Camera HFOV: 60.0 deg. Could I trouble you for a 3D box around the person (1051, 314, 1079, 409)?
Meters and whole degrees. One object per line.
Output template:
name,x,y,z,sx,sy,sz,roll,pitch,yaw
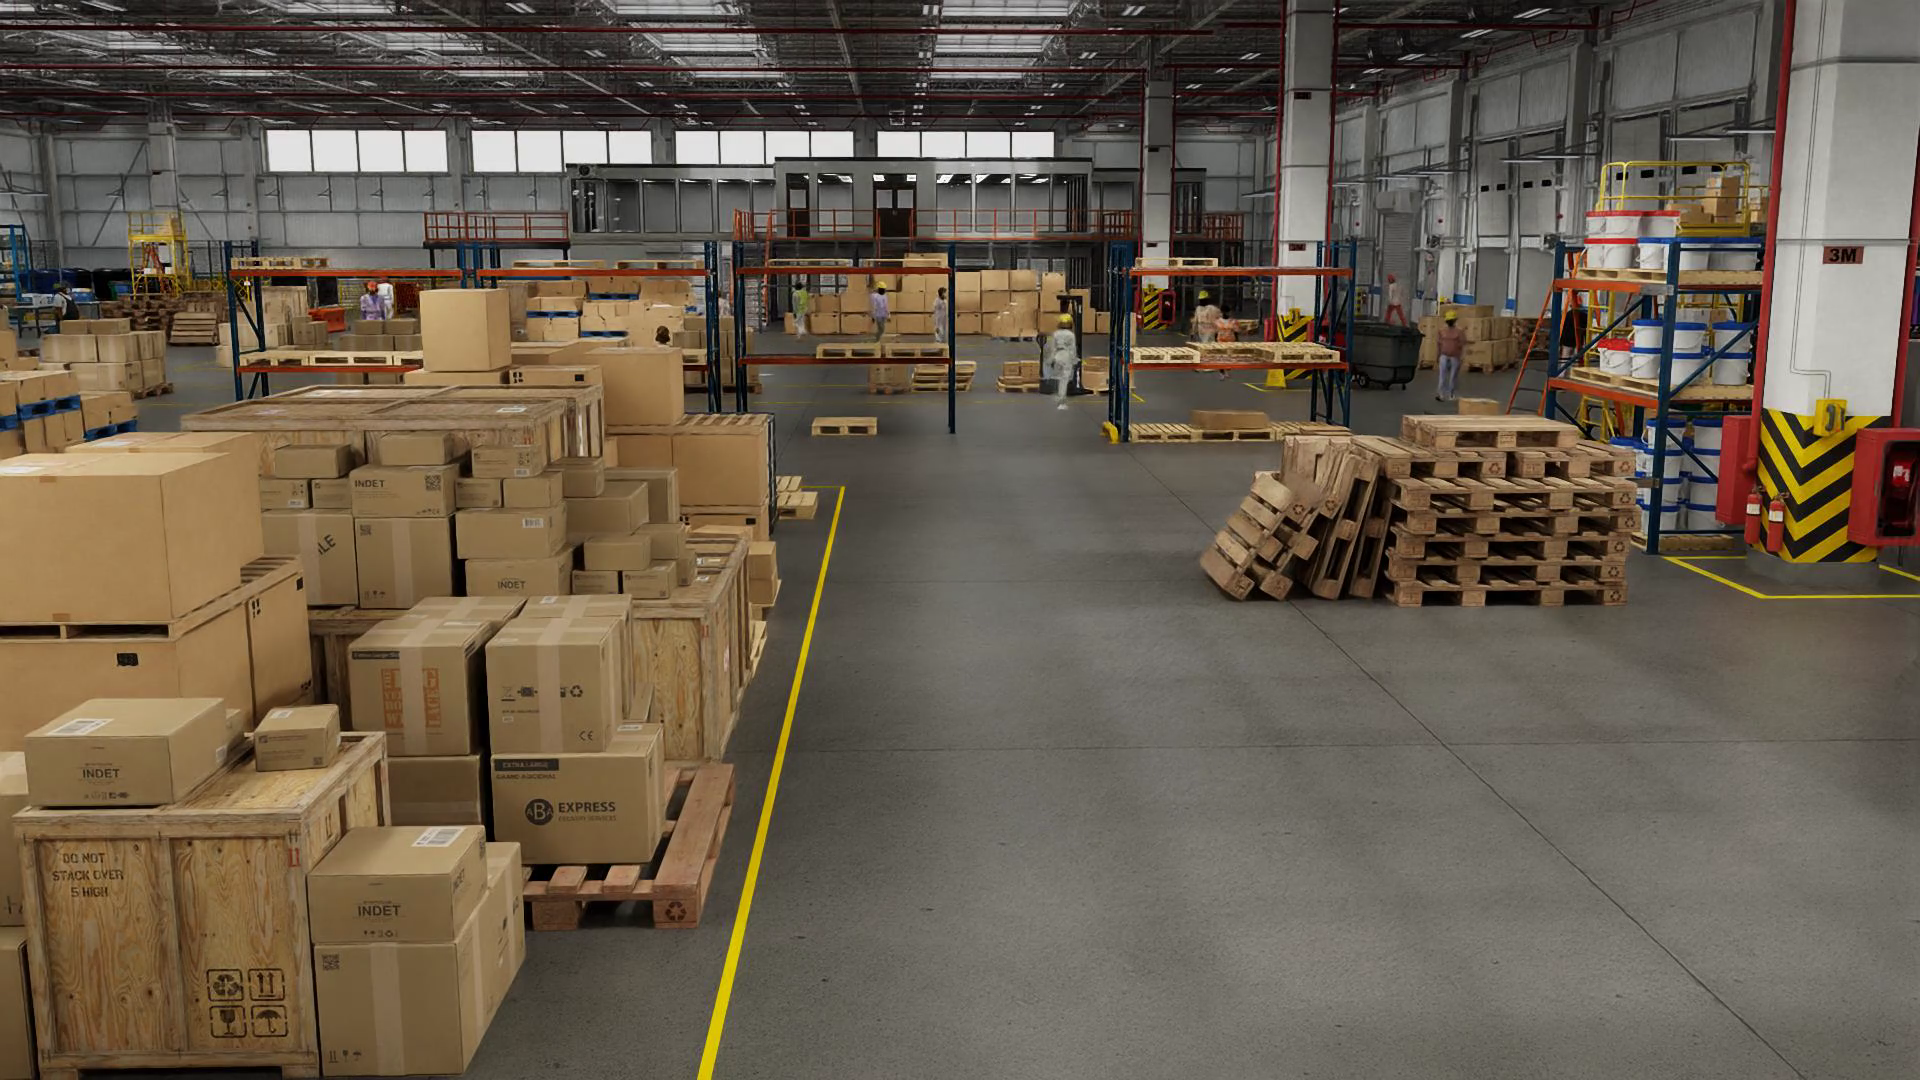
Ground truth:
person,1.947,-3.265,30.364,0.516,1.723,0.590,8,13,38

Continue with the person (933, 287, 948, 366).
person,-0.460,-5.234,40.761,0.352,1.937,0.635,4,11,21

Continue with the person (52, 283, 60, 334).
person,-28.176,-7.190,52.187,0.518,1.747,0.699,7,12,35

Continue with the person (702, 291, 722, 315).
person,-6.072,-5.198,40.847,0.504,1.843,0.755,0,10,2

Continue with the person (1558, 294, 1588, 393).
person,12.334,-3.937,33.421,0.610,1.985,0.415,1,10,6

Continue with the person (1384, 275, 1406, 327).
person,14.593,-7.964,55.995,0.710,1.912,1.058,-9,14,-41

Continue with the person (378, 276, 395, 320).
person,-20.023,-8.314,58.132,0.578,1.871,0.426,1,10,8

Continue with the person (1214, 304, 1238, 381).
person,5.834,-4.340,36.522,0.528,1.675,0.750,1,10,7

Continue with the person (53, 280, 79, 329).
person,-23.281,-5.761,43.414,0.536,2.000,0.688,-1,10,-4

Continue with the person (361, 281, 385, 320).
person,-14.920,-5.573,42.375,0.606,2.039,0.395,-8,13,-38

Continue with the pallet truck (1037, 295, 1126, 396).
pallet truck,2.483,-3.881,33.060,1.885,1.965,0.823,-7,13,-36

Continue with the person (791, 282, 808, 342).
person,-4.877,-6.914,50.422,0.443,1.826,0.634,9,14,42

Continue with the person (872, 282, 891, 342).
person,-2.155,-6.302,46.785,0.652,1.907,0.609,8,13,37

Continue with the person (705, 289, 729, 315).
person,-6.358,-5.668,43.551,0.634,1.817,0.856,-3,11,-16

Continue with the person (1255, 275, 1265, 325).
person,10.941,-8.854,60.922,0.350,1.942,0.545,5,11,27

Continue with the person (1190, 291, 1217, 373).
person,5.581,-4.809,38.529,0.933,1.881,0.617,-8,13,-36

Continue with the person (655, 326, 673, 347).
person,-4.205,-2.126,23.704,0.504,1.847,0.344,-3,11,-16

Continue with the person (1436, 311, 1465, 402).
person,9.275,-3.465,31.513,0.538,1.719,0.903,5,11,26

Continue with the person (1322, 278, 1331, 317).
person,11.209,-7.119,51.304,0.535,1.933,0.613,-10,14,-43
